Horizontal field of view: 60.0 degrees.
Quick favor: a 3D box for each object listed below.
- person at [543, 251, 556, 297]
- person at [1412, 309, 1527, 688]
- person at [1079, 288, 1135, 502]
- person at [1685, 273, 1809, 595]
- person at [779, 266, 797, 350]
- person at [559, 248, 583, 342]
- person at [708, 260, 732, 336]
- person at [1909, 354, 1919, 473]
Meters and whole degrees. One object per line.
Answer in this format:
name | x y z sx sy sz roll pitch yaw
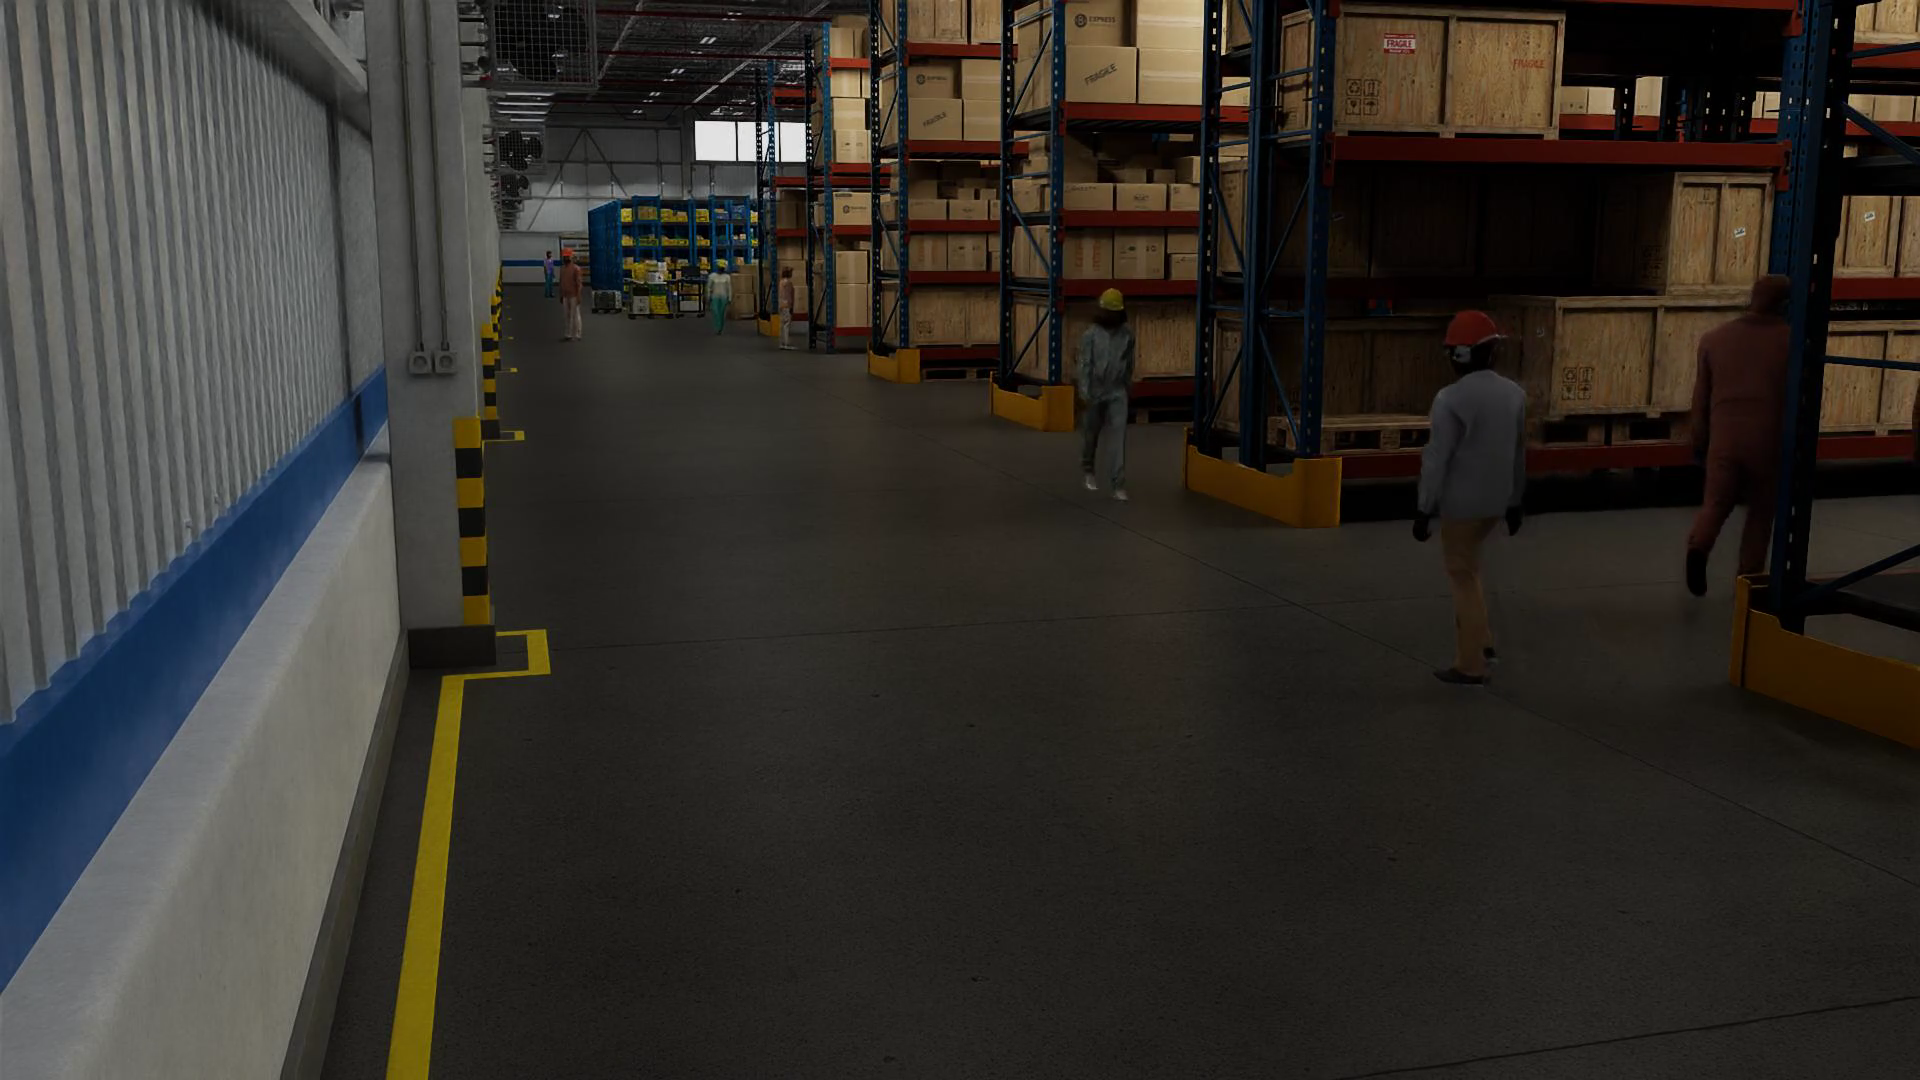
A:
person | -16.373 -10.573 66.227 0.376 1.832 0.565 4 11 22
person | 2.320 -0.187 7.660 0.584 1.733 0.435 -7 12 -36
person | 1.167 -1.199 13.522 0.494 1.695 0.904 -2 10 -12
person | 4.437 -0.558 9.380 0.655 1.880 0.689 8 13 38
person | -3.403 -4.550 32.652 0.311 1.639 0.512 -5 11 -25
person | -8.259 -5.183 35.226 0.610 1.996 0.384 7 12 35
person | -5.481 -5.518 37.939 0.531 1.714 0.955 -3 10 -15
person | 5.583 -0.509 9.265 0.768 1.813 0.561 -9 14 -42
